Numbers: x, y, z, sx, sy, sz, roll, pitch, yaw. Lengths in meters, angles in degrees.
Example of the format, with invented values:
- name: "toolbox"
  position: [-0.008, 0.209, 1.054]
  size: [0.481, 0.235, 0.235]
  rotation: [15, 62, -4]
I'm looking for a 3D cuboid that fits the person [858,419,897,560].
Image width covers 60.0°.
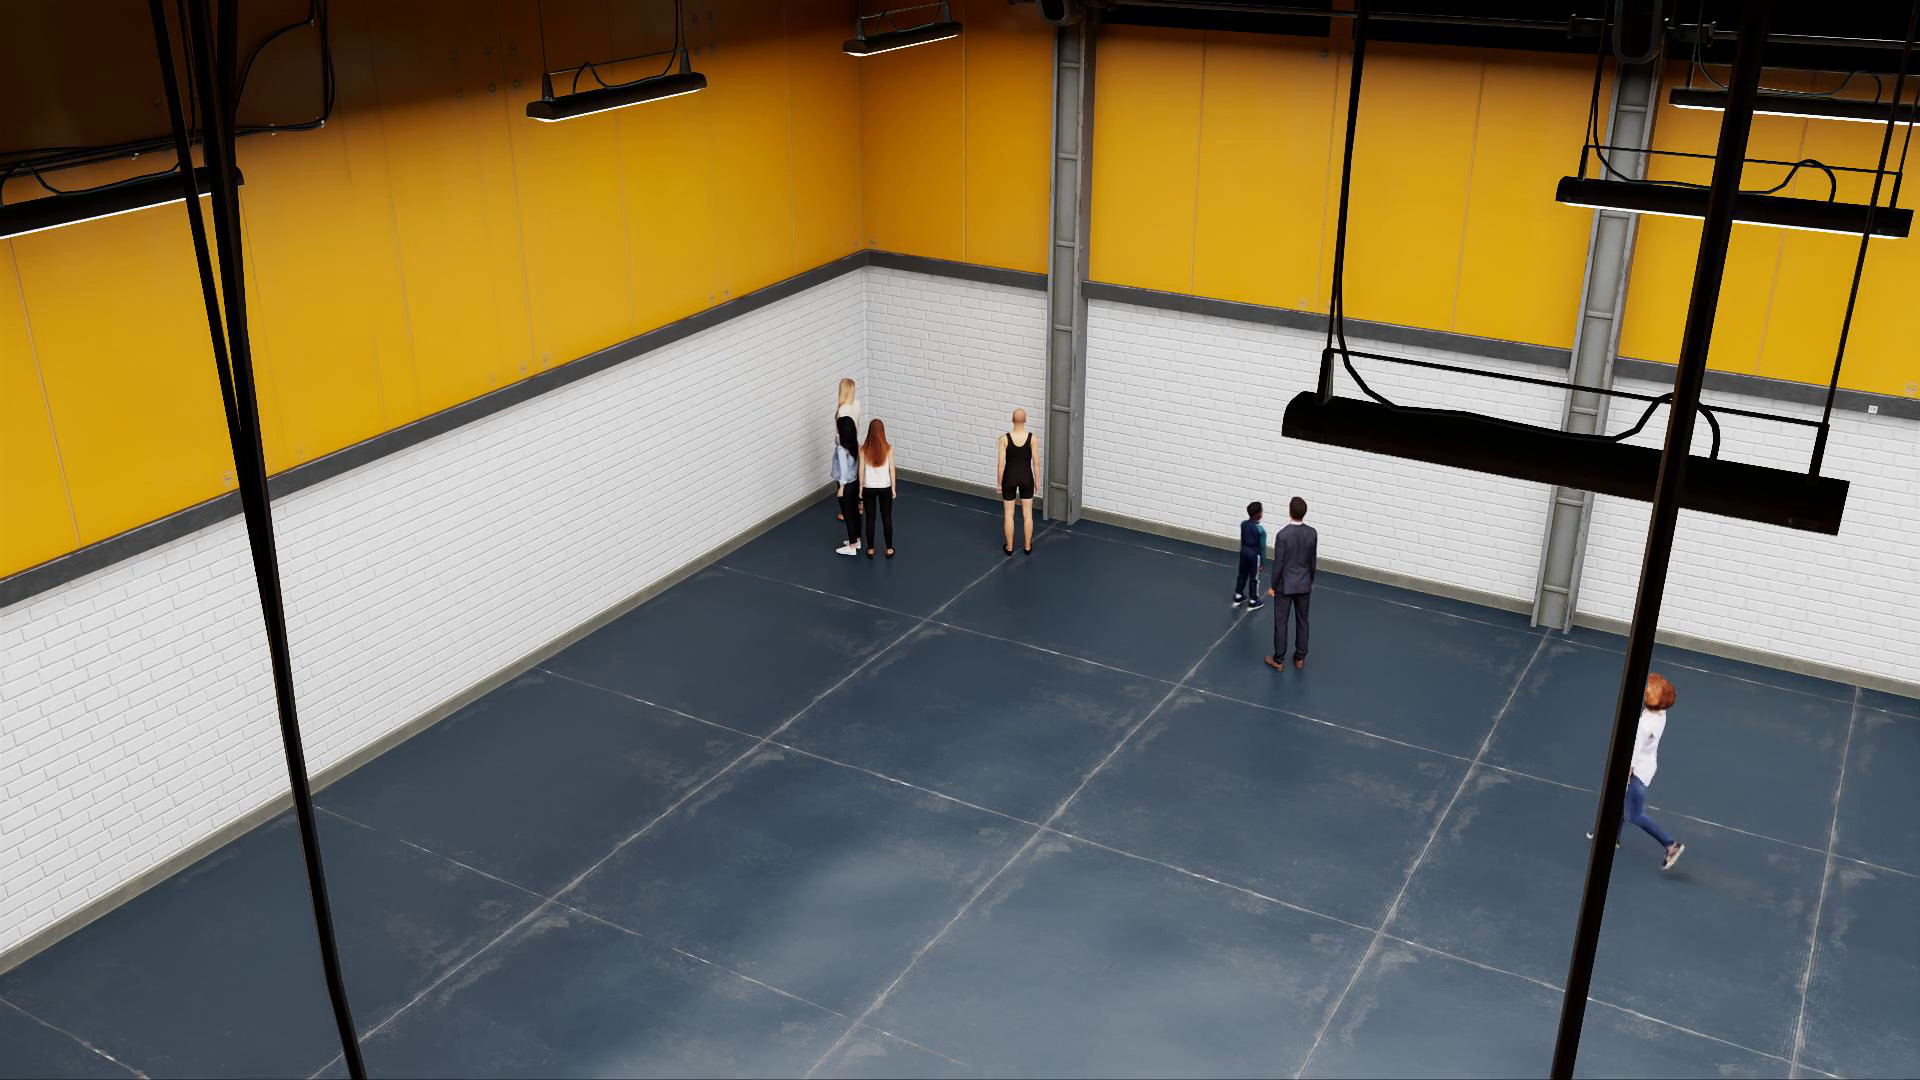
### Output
- name: "person"
  position: [-0.972, -0.600, 19.545]
  size: [0.610, 1.721, 0.721]
  rotation: [-1, 24, -2]

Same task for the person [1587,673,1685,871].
- name: "person"
  position: [5.711, 1.934, 13.794]
  size: [0.996, 1.684, 0.632]
  rotation: [14, 27, 29]

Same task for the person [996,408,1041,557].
- name: "person"
  position: [0.681, -0.687, 19.626]
  size: [0.658, 1.815, 0.776]
  rotation: [-2, 24, -5]

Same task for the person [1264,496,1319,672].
- name: "person"
  position: [3.391, 0.443, 16.975]
  size: [0.731, 1.868, 0.793]
  rotation: [-6, 24, -13]

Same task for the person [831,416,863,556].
- name: "person"
  position: [-1.326, -0.656, 19.685]
  size: [0.588, 1.710, 0.629]
  rotation: [8, 25, 18]

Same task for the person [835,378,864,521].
- name: "person"
  position: [-1.355, -1.130, 20.625]
  size: [0.536, 1.826, 0.610]
  rotation: [11, 26, 24]

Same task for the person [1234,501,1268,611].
- name: "person"
  position: [3.221, 0.157, 18.395]
  size: [0.620, 1.254, 0.495]
  rotation: [-21, 31, -39]
